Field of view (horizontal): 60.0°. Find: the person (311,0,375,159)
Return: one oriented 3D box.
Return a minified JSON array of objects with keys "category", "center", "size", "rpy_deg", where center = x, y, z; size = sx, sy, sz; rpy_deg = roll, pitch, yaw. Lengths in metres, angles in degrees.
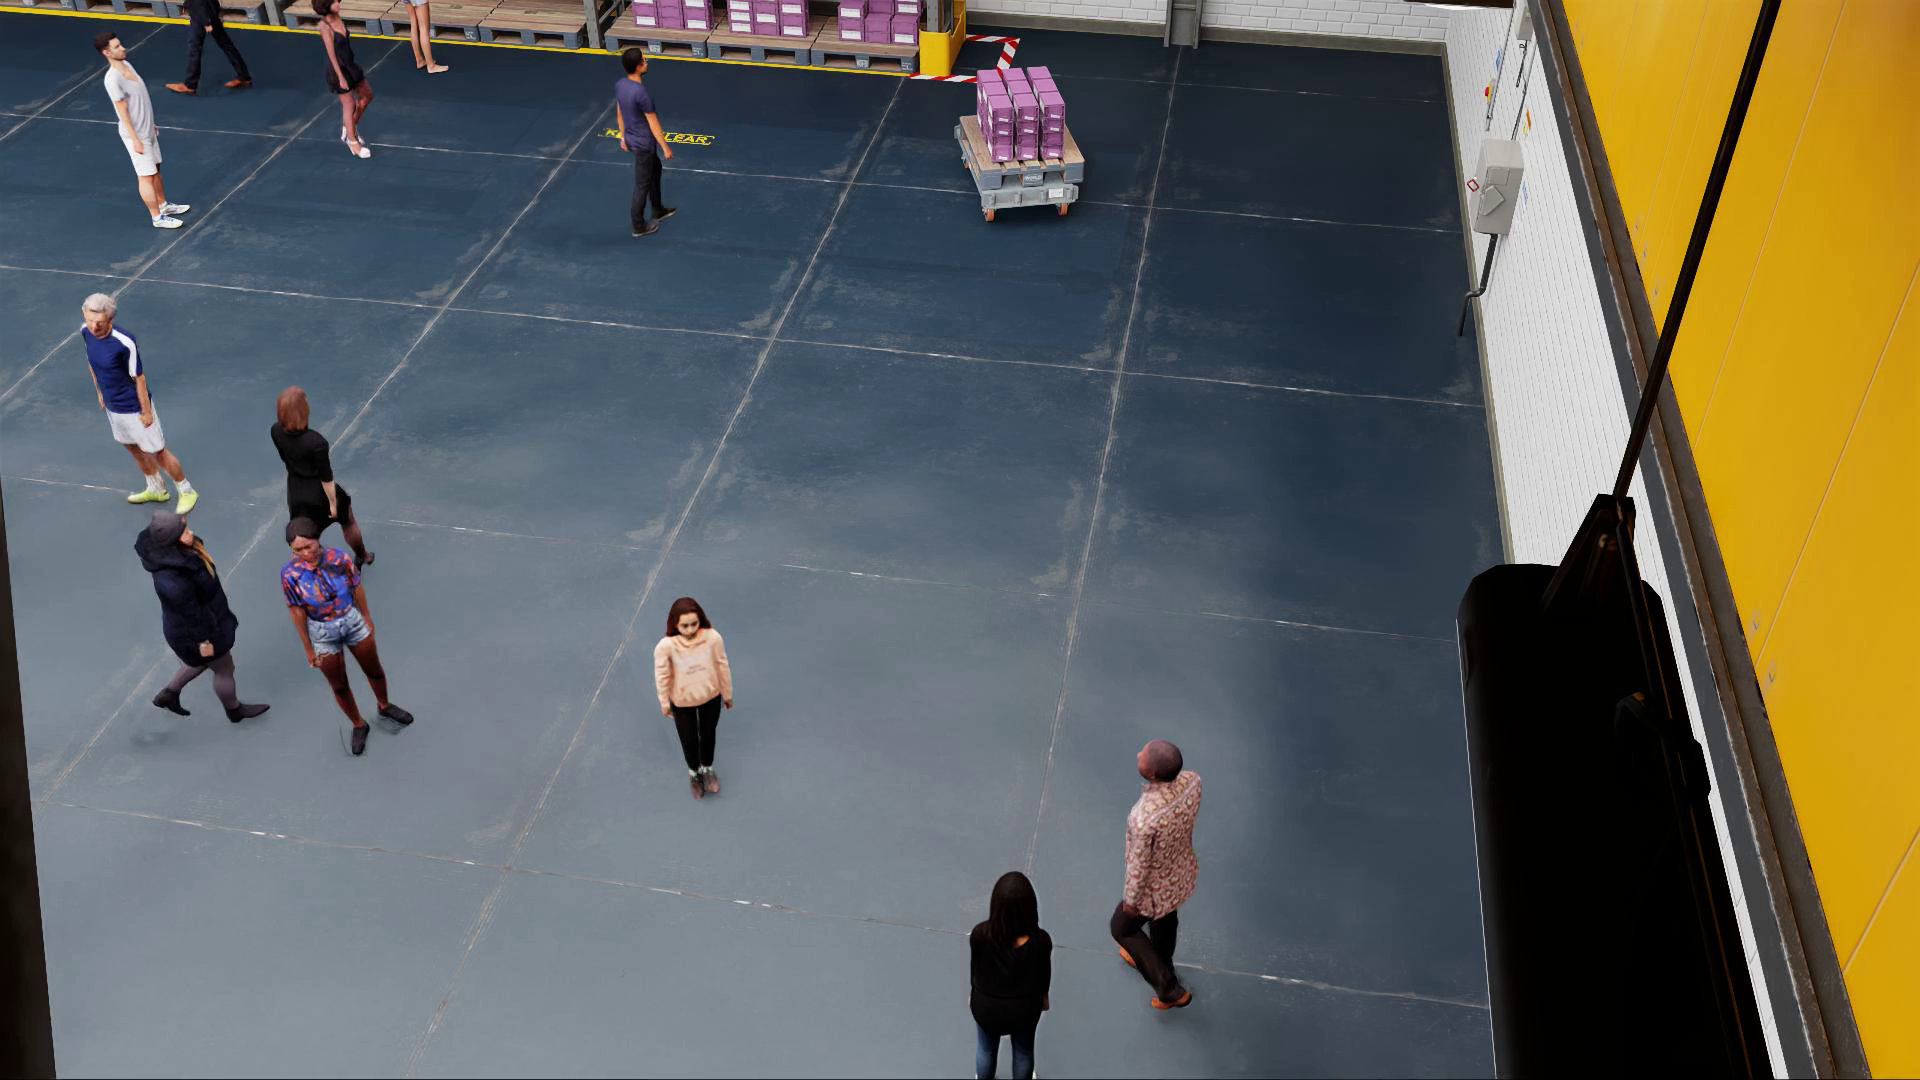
[{"category":"person","center":[-6.219,-4.653,16.565],"size":[0.627,1.775,0.583],"rpy_deg":[4,39,5]}]

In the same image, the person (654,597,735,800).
[{"category":"person","center":[-1.586,0.889,9.865],"size":[0.641,1.476,0.731],"rpy_deg":[-15,41,-18]}]

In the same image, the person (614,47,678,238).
[{"category":"person","center":[-2.997,-3.609,15.258],"size":[0.934,1.774,0.875],"rpy_deg":[-24,44,-27]}]

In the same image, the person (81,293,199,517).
[{"category":"person","center":[-5.993,-0.995,11.948],"size":[0.863,1.821,0.659],"rpy_deg":[-29,47,-32]}]

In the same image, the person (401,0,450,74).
[{"category":"person","center":[-6.019,-6.035,18.302],"size":[0.720,1.767,0.632],"rpy_deg":[-32,48,-33]}]

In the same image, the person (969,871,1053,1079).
[{"category":"person","center":[0.226,2.222,8.060],"size":[0.484,1.645,0.624],"rpy_deg":[2,39,3]}]

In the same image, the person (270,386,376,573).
[{"category":"person","center":[-4.362,-0.218,11.101],"size":[1.035,1.663,0.715],"rpy_deg":[9,40,12]}]

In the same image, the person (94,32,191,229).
[{"category":"person","center":[-7.646,-3.817,15.453],"size":[0.691,1.856,0.745],"rpy_deg":[-5,39,-6]}]

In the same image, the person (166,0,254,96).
[{"category":"person","center":[-8.027,-5.665,17.841],"size":[1.196,1.764,0.965],"rpy_deg":[-6,39,-8]}]

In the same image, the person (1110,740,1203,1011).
[{"category":"person","center":[1.084,1.767,8.513],"size":[0.975,1.791,0.905],"rpy_deg":[30,47,32]}]

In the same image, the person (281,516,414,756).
[{"category":"person","center":[-3.776,0.545,10.082],"size":[0.710,1.741,0.783],"rpy_deg":[-29,47,-32]}]

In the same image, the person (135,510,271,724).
[{"category":"person","center":[-4.751,0.524,10.172],"size":[1.016,1.662,0.917],"rpy_deg":[-15,41,-18]}]
